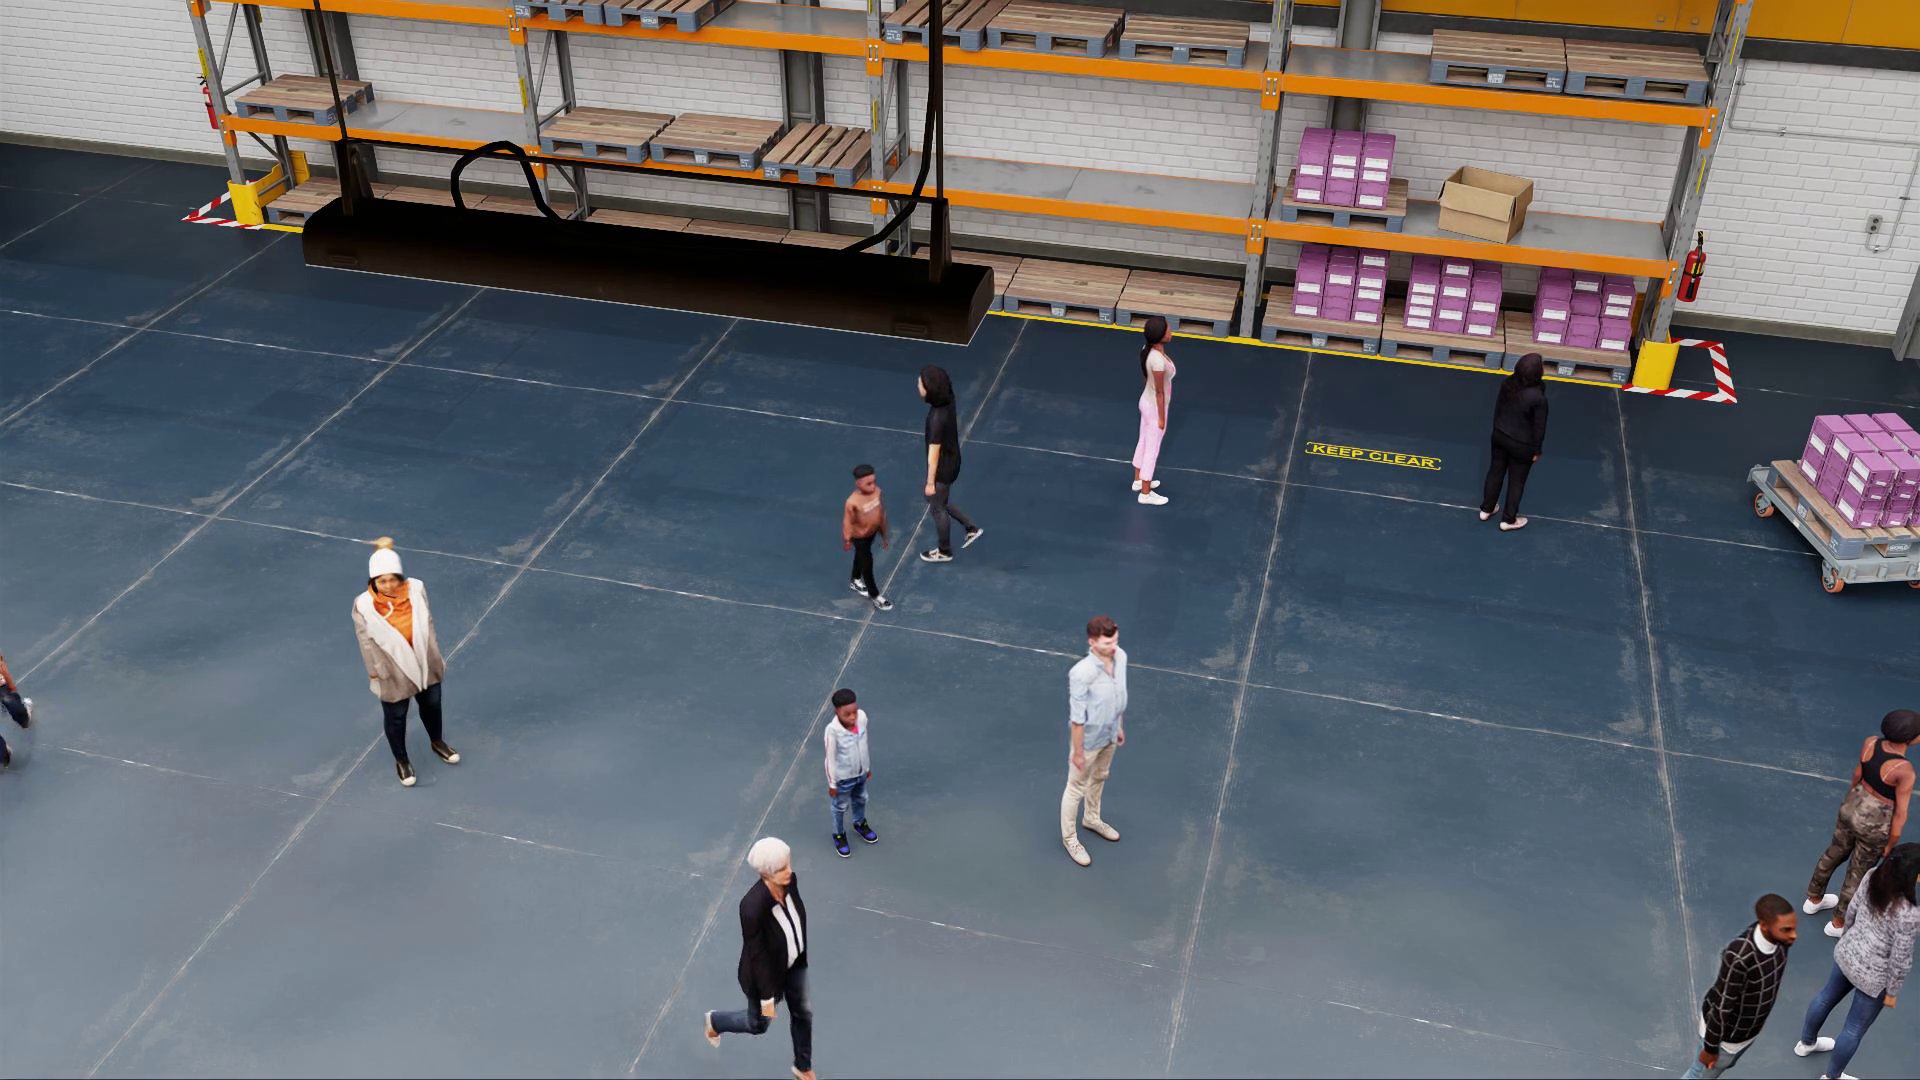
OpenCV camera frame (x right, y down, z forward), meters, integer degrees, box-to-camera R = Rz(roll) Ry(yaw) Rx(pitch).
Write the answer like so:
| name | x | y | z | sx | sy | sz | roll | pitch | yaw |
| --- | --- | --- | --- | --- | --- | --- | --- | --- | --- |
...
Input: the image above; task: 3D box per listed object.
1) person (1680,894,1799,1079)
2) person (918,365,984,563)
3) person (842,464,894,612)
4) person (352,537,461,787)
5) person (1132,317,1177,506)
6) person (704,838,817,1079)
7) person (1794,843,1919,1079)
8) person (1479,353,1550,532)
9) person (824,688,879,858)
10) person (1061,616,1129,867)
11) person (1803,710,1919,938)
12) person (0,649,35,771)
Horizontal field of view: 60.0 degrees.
| name | x | y | z | sx | sy | sz | roll | pitch | yaw |
| --- | --- | --- | --- | --- | --- | --- | --- | --- | --- |
| person | 4.073 | 2.530 | 8.791 | 0.744 | 1.819 | 0.765 | -23 | 40 | -31 |
| person | -0.063 | -0.588 | 13.485 | 0.779 | 1.816 | 0.677 | 6 | 34 | 9 |
| person | -0.804 | -0.087 | 13.256 | 0.861 | 1.235 | 0.727 | 28 | 43 | 35 |
| person | -3.790 | 0.800 | 11.326 | 0.820 | 1.894 | 0.848 | -28 | 42 | -35 |
| person | 1.671 | -1.135 | 14.375 | 0.641 | 1.742 | 0.653 | -5 | 34 | -8 |
| person | -1.092 | 2.328 | 8.973 | 1.117 | 1.763 | 0.935 | 20 | 39 | 27 |
| person | 5.001 | 2.328 | 9.174 | 0.654 | 1.733 | 0.678 | -4 | 34 | -6 |
| person | 4.682 | -0.833 | 14.034 | 0.820 | 1.617 | 0.748 | -22 | 39 | -29 |
| person | -0.726 | 1.484 | 10.870 | 0.571 | 1.261 | 0.620 | -23 | 40 | -31 |
| person | 0.869 | 1.242 | 10.704 | 0.732 | 1.847 | 0.734 | -28 | 43 | -35 |
| person | 5.525 | 1.709 | 10.134 | 0.676 | 1.701 | 0.658 | -8 | 34 | -11 |
| person | -6.772 | 1.028 | 11.543 | 0.881 | 1.274 | 0.859 | -10 | 35 | -14 |
